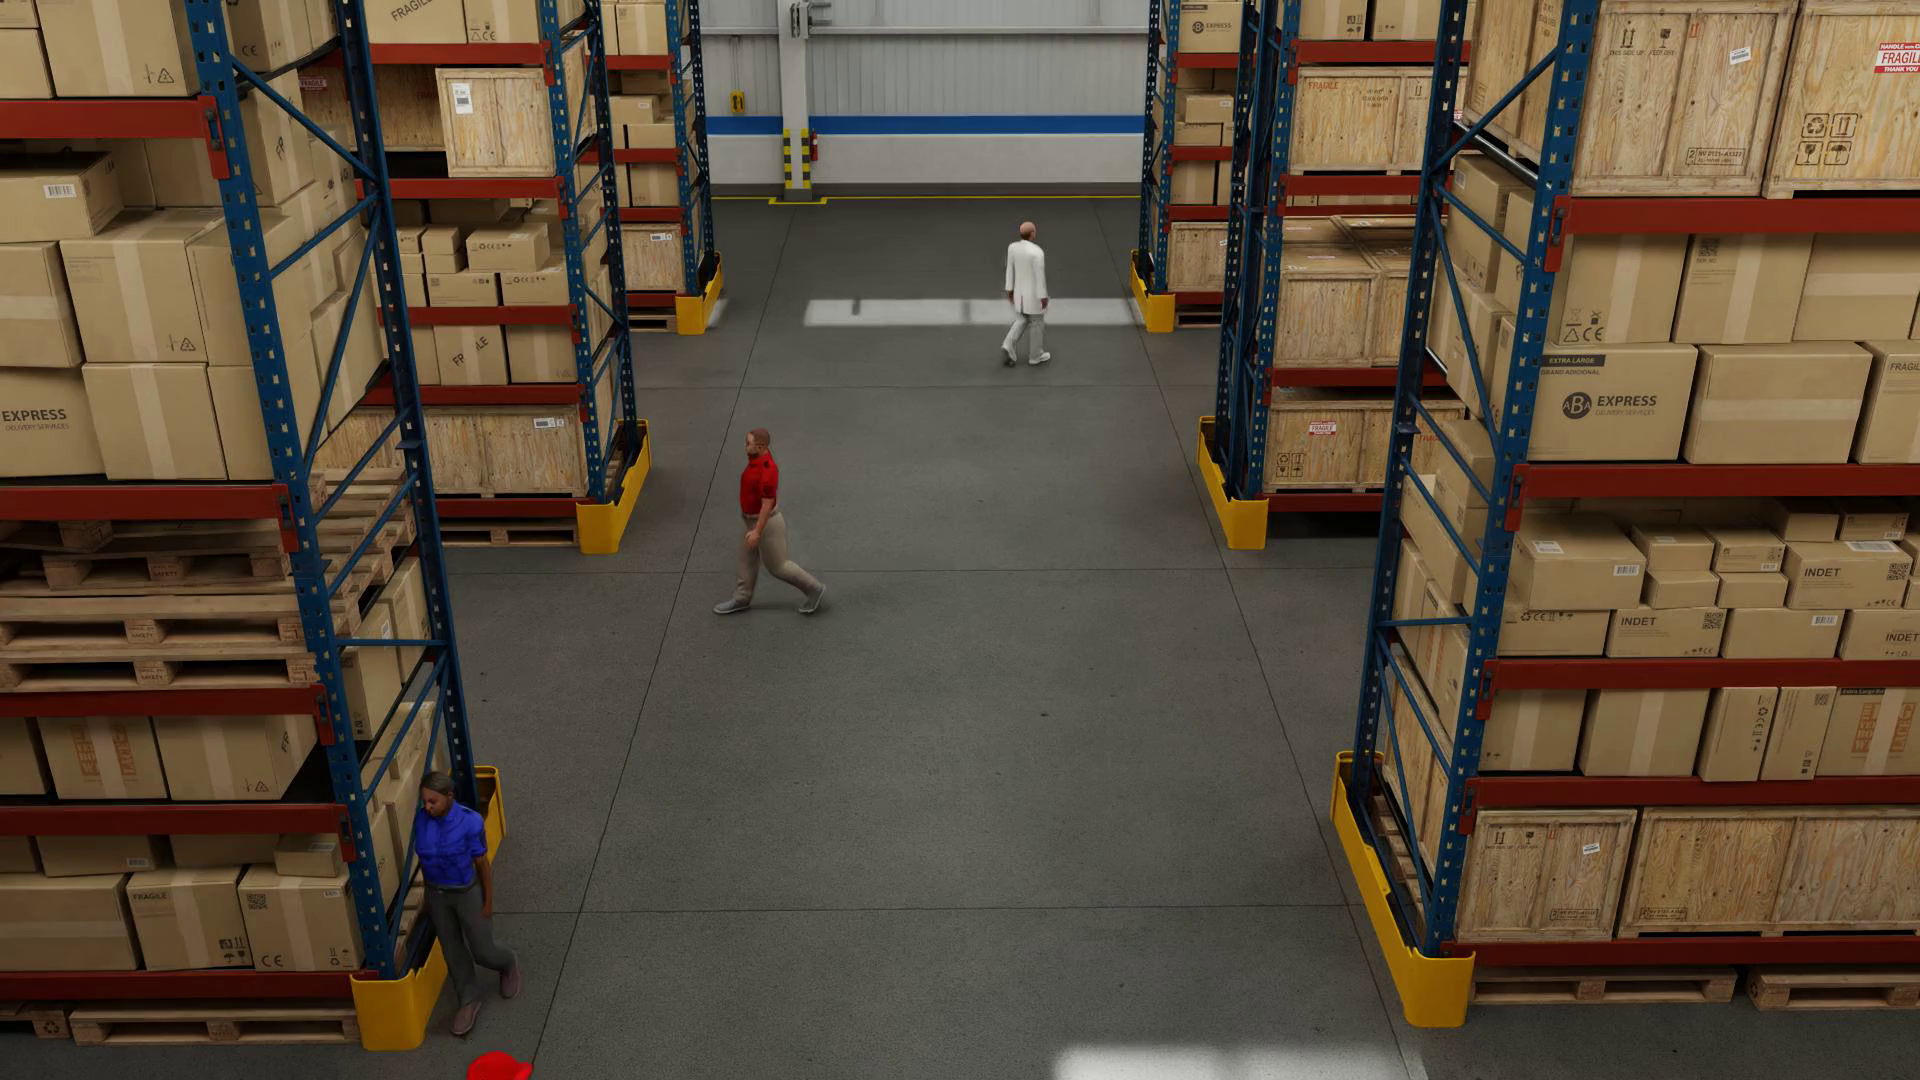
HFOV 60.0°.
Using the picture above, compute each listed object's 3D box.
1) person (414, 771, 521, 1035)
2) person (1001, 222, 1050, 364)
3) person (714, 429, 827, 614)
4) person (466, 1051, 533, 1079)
[{"bbox_3d":[-2.890,2.041,9.622,0.454,1.665,0.559,4,25,9],"label":"person"},{"bbox_3d":[0.833,-3.006,20.278,0.596,1.786,0.686,22,33,38],"label":"person"},{"bbox_3d":[-1.662,-0.156,14.255,0.963,1.700,0.537,-8,26,-16],"label":"person"},{"bbox_3d":[-2.022,3.018,7.375,0.453,1.786,0.590,13,28,26],"label":"person"}]
